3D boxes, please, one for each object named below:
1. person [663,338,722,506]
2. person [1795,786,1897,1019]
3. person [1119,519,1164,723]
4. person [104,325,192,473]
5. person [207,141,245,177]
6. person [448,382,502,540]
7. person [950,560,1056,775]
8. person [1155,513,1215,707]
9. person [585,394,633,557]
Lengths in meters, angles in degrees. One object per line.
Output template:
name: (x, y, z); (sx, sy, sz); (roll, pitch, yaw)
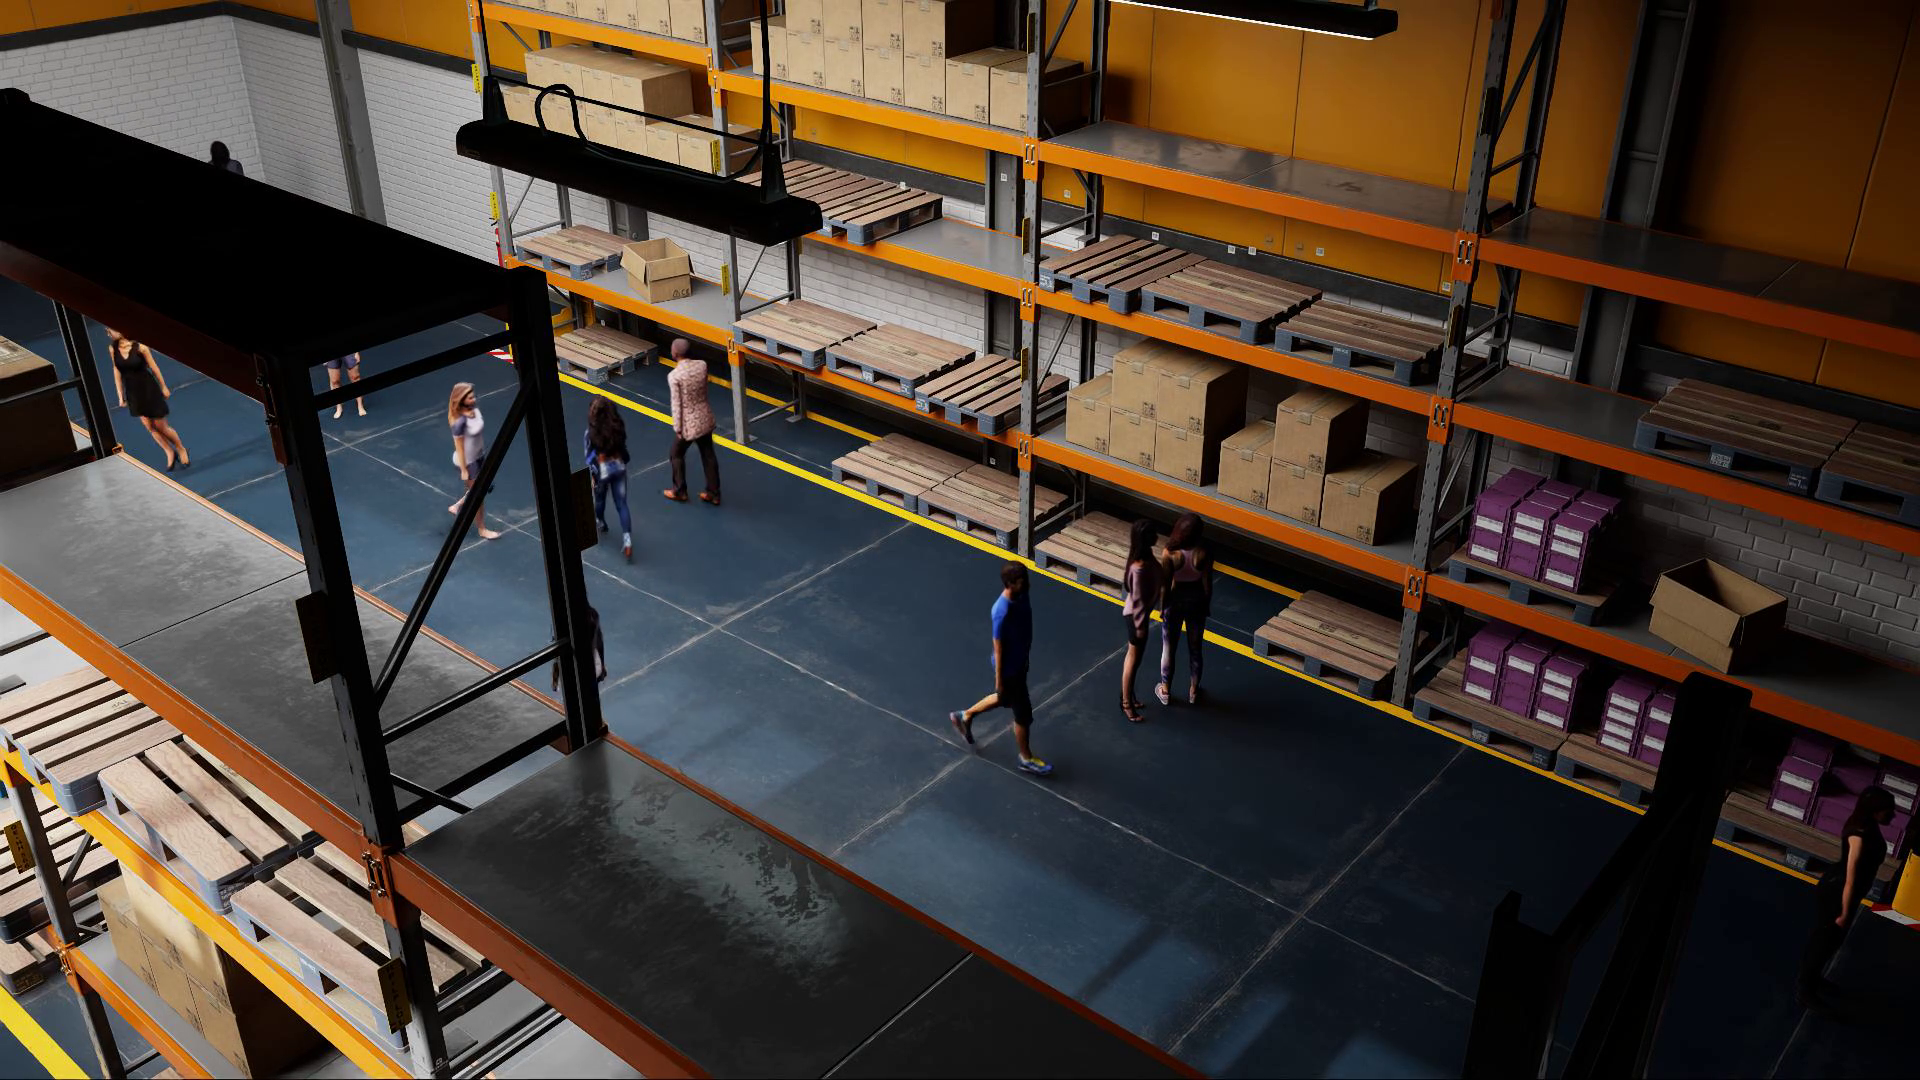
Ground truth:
person: (-2.630, -1.156, 16.793); (0.832, 1.786, 0.723); (25, 38, 38)
person: (5.637, 2.269, 10.615); (0.584, 1.688, 0.603); (17, 33, 28)
person: (1.439, 0.637, 13.480); (0.679, 1.811, 0.689); (6, 29, 11)
person: (-8.492, -1.514, 17.436); (0.731, 1.799, 0.809); (-4, 29, -7)
person: (-10.512, -4.951, 23.945); (0.792, 1.597, 0.818); (-10, 30, -18)
person: (-4.825, -0.786, 16.199); (0.928, 1.704, 0.840); (4, 29, 6)
person: (0.320, 0.954, 12.864); (1.218, 1.843, 0.861); (11, 31, 20)
person: (1.847, 0.561, 13.664); (0.662, 1.767, 0.734); (0, 29, 0)
person: (-3.339, -0.594, 15.983); (0.895, 1.573, 1.189); (-16, 32, -27)
